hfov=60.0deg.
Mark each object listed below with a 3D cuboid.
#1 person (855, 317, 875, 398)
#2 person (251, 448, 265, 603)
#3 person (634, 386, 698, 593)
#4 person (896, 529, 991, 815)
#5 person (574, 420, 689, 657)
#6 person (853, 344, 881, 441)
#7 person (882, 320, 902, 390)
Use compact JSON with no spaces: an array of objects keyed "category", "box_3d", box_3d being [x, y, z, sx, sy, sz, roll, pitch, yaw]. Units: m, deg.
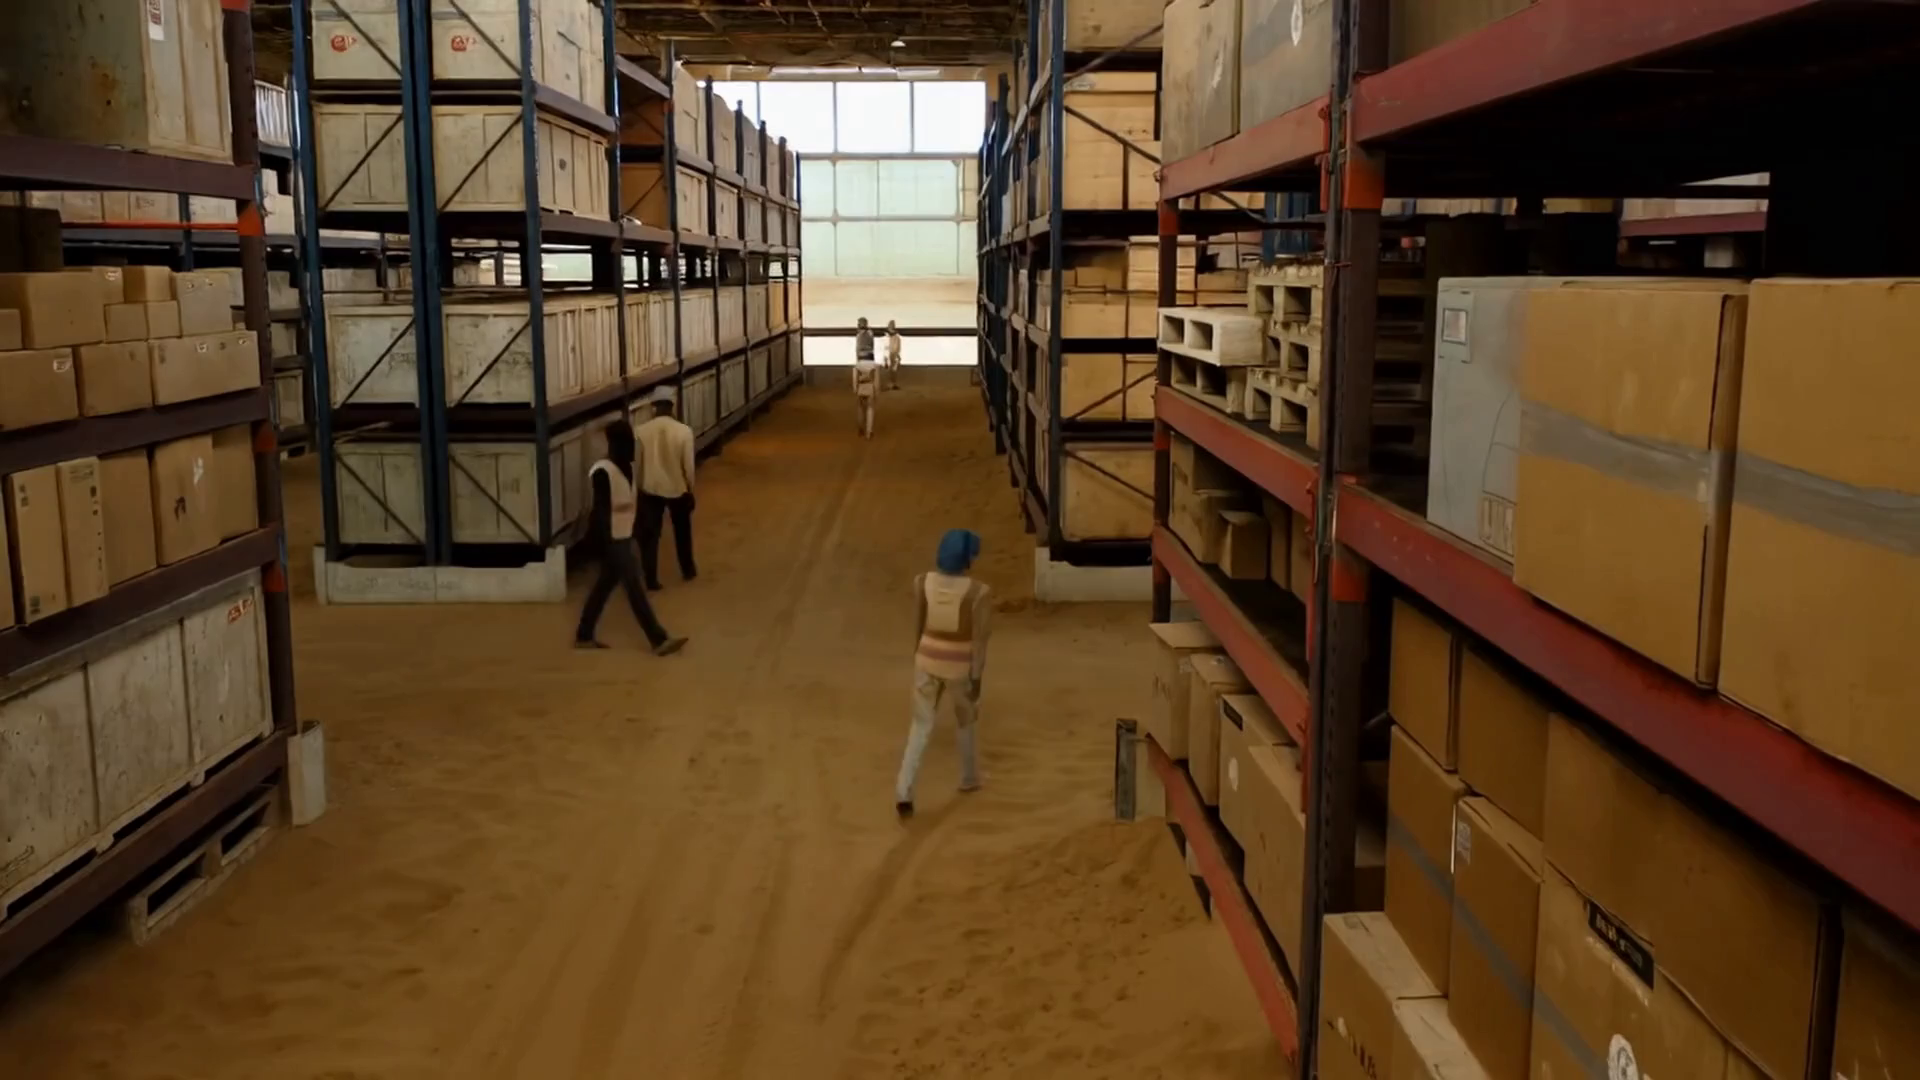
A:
[{"category":"person","box_3d":[-2.274,-4.273,39.038,0.409,1.905,0.651,-6,11,-34]},{"category":"person","box_3d":[-6.476,-0.206,15.000,0.520,1.608,0.715,-3,10,-19]},{"category":"person","box_3d":[-2.789,-0.484,15.741,0.630,1.937,1.030,1,9,8]},{"category":"person","box_3d":[-0.089,0.724,9.345,0.535,1.590,0.876,4,10,26]},{"category":"person","box_3d":[-2.631,-0.010,13.044,1.032,1.861,0.613,2,9,10]},{"category":"person","box_3d":[-1.652,-2.621,29.537,0.507,1.687,0.912,-1,9,-6]},{"category":"person","box_3d":[-1.689,-4.637,41.730,0.560,1.752,0.326,-7,12,-38]}]
